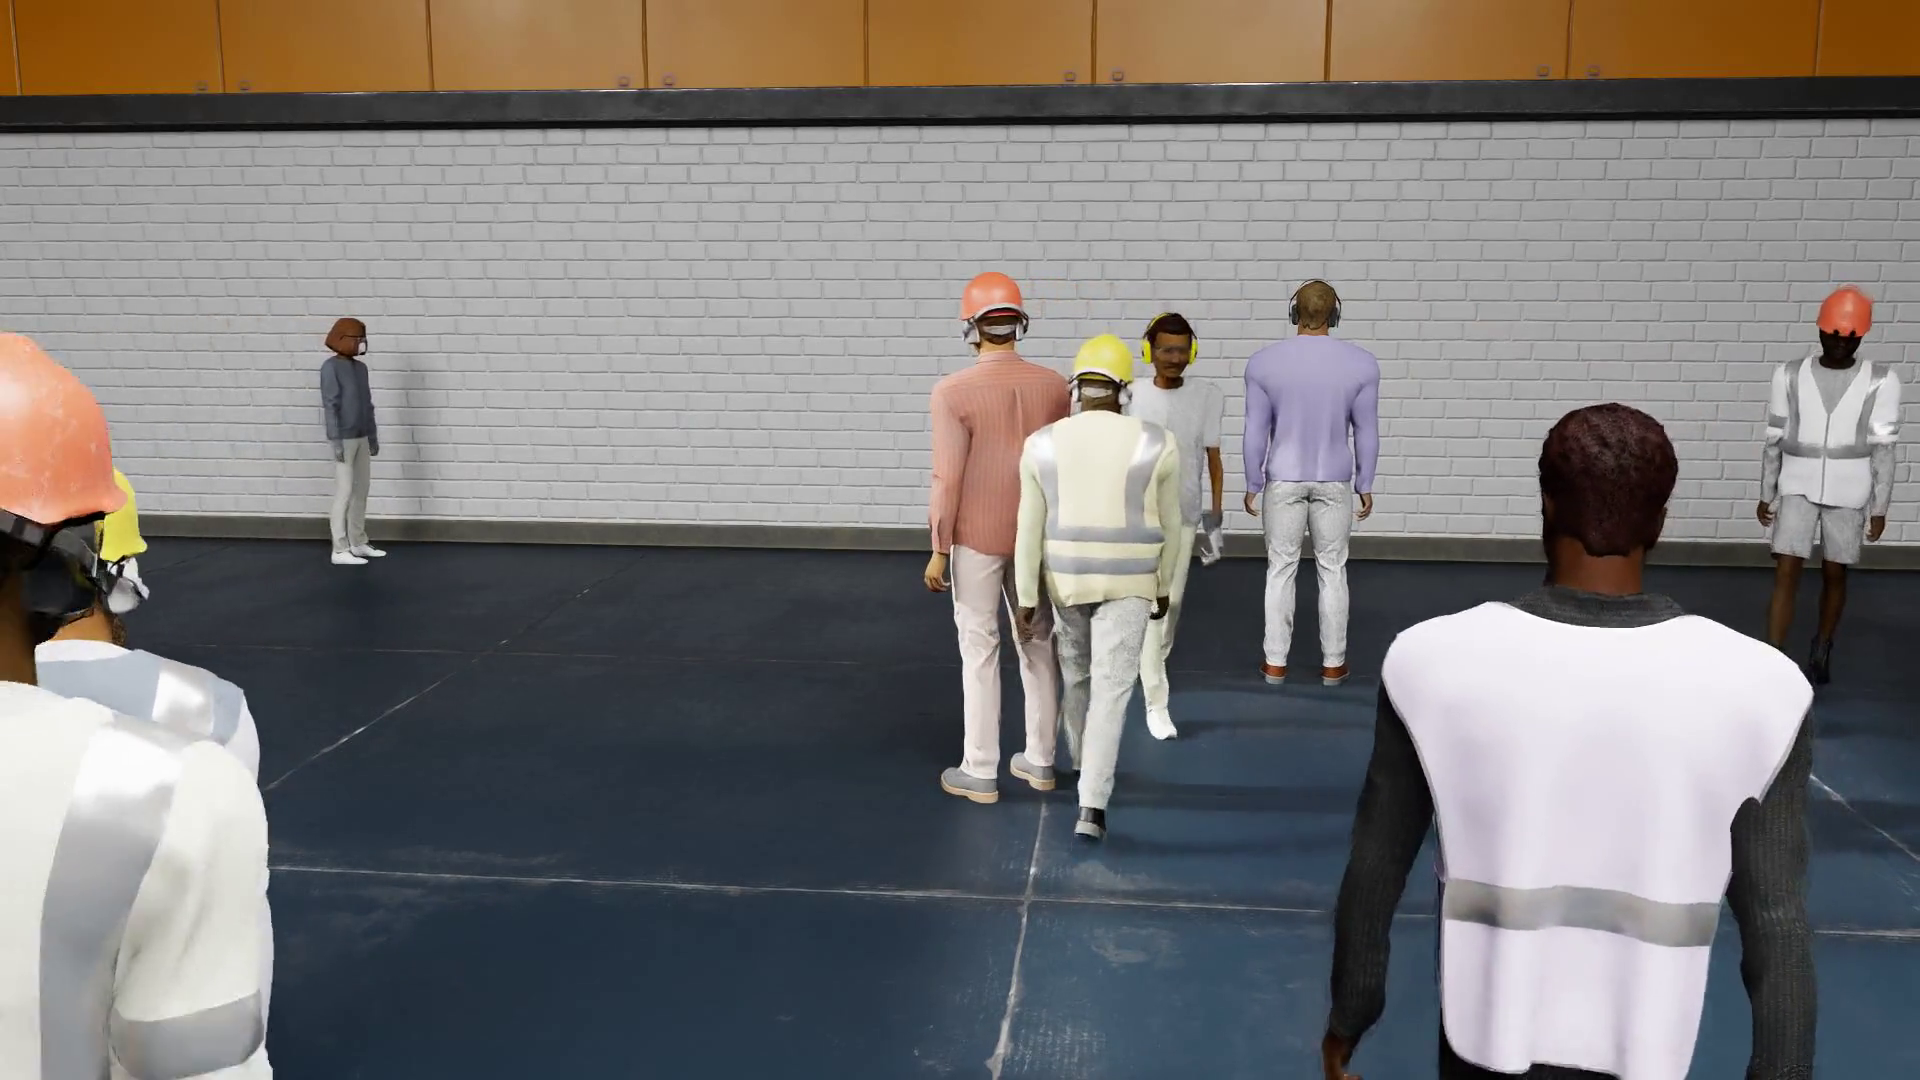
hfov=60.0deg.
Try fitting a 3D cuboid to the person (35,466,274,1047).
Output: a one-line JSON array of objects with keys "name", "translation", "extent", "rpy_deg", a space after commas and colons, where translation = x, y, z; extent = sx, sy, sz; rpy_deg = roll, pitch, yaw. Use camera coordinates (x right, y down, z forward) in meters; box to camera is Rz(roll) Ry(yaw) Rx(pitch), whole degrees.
[{"name": "person", "translation": [-1.370, 0.748, 2.568], "extent": [0.598, 1.792, 0.924], "rpy_deg": [-3, 10, -17]}]

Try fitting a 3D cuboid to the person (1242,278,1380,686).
[{"name": "person", "translation": [1.662, -0.266, 7.923], "extent": [0.635, 1.938, 0.360], "rpy_deg": [2, 10, 9]}]

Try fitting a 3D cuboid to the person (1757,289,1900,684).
[{"name": "person", "translation": [3.993, -0.200, 7.703], "extent": [0.567, 1.883, 0.960], "rpy_deg": [6, 11, 30]}]

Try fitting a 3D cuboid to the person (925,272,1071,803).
[{"name": "person", "translation": [0.138, -0.009, 6.299], "extent": [0.621, 1.990, 0.396], "rpy_deg": [-6, 12, -31]}]

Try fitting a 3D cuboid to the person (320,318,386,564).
[{"name": "person", "translation": [-4.049, -0.658, 11.070], "extent": [0.289, 1.630, 0.509], "rpy_deg": [2, 10, 10]}]

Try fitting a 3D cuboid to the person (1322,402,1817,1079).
[{"name": "person", "translation": [0.876, 0.733, 2.440], "extent": [0.642, 1.865, 1.029], "rpy_deg": [2, 10, 11]}]

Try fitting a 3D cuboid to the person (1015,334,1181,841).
[{"name": "person", "translation": [0.493, 0.155, 6.014], "extent": [0.579, 1.782, 0.959], "rpy_deg": [3, 10, 17]}]

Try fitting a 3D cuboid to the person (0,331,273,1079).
[{"name": "person", "translation": [-0.994, 0.798, 1.673], "extent": [0.609, 2.008, 0.998], "rpy_deg": [-1, 10, -7]}]

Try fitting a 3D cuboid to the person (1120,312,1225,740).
[{"name": "person", "translation": [0.899, -0.109, 7.401], "extent": [0.503, 1.824, 0.954], "rpy_deg": [-1, 10, -5]}]
